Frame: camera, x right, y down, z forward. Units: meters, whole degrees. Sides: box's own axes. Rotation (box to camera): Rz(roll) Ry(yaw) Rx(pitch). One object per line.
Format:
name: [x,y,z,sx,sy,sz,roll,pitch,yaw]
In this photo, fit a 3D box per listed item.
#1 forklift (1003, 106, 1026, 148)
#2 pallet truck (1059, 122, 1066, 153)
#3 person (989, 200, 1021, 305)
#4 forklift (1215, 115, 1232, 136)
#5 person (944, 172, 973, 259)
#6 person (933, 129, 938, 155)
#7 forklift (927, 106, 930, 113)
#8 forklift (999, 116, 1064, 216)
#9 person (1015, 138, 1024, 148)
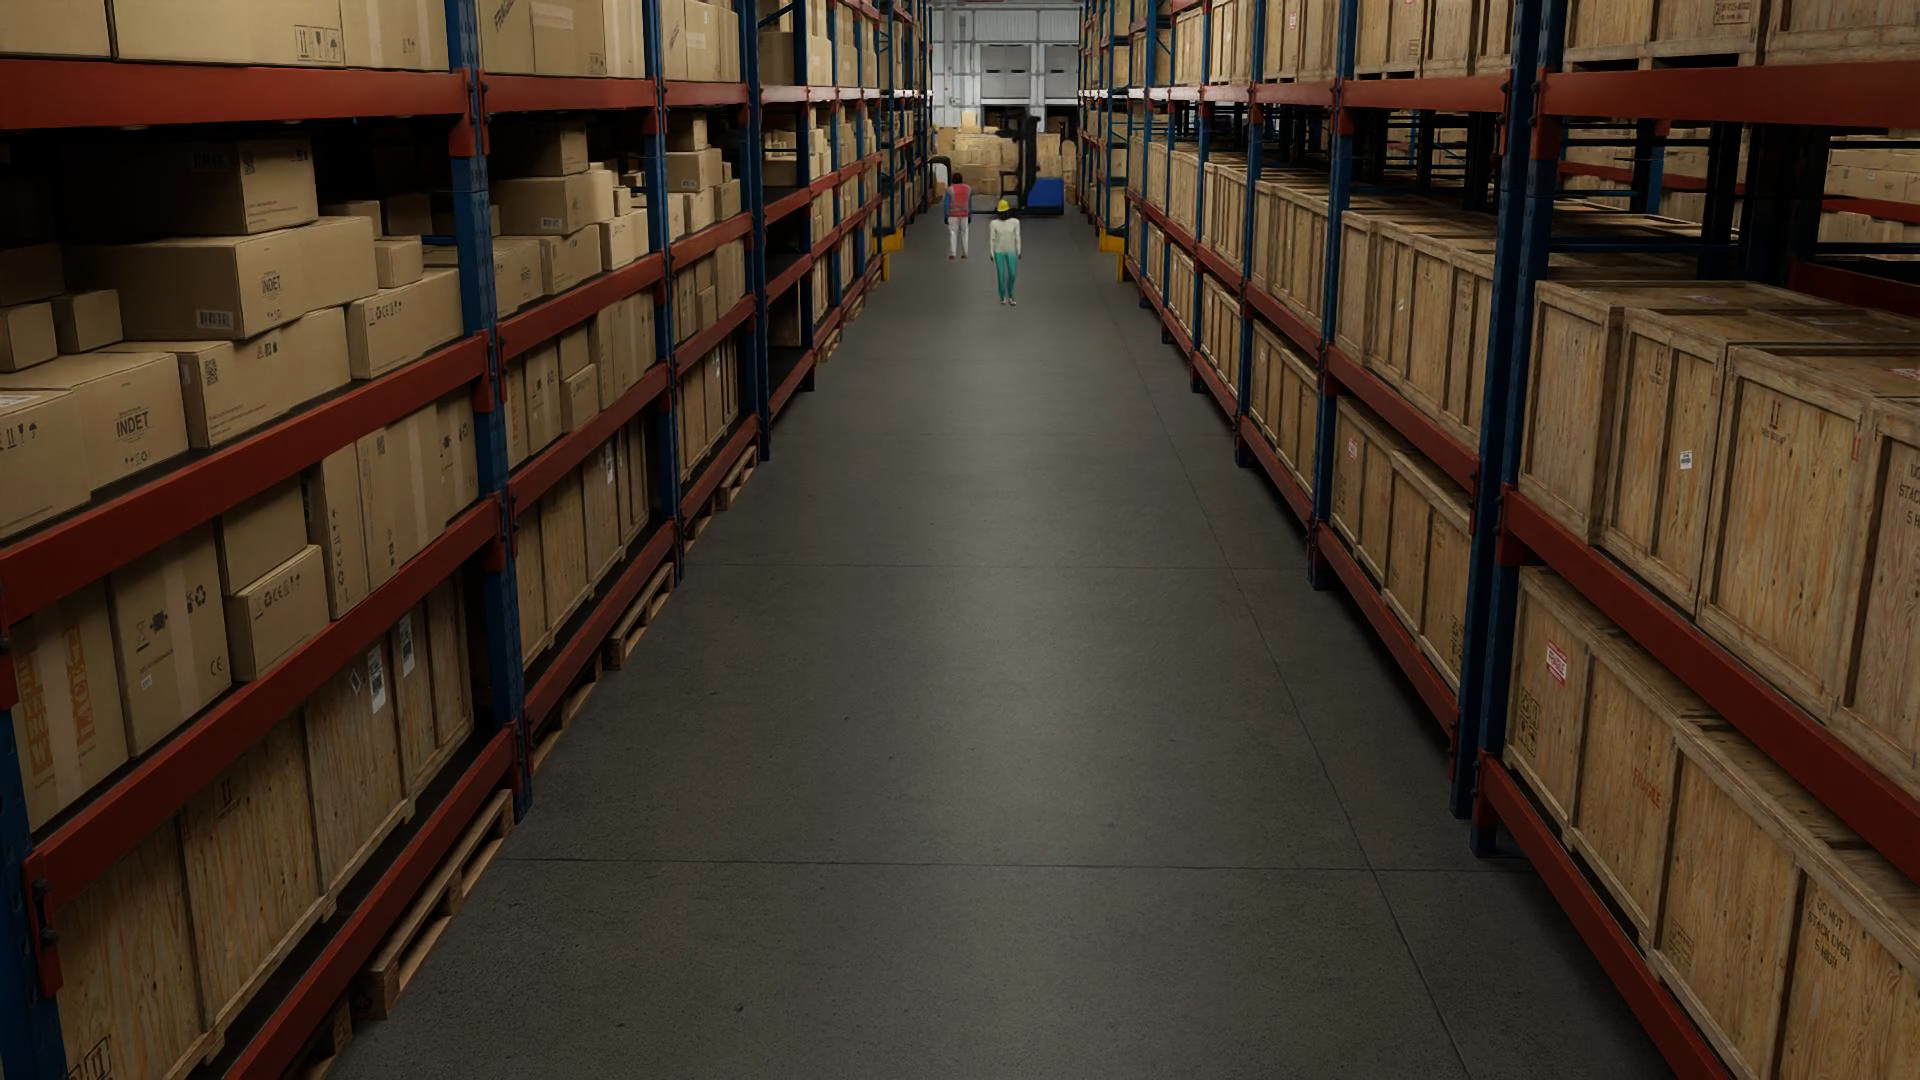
forklift: [2.624,-20.120,82.651,1.129,2.768,1.873,-7,17,-24]
pallet truck: [5.788,-21.111,88.014,1.885,1.965,0.823,5,16,18]
person: [0.755,-4.781,27.739,0.533,1.731,0.761,0,15,0]
forklift: [7.872,-11.741,51.476,1.129,2.768,1.873,0,15,1]
person: [-0.040,-6.923,35.526,0.625,1.839,0.429,-5,16,-20]
person: [-1.301,-20.764,87.428,0.384,1.619,0.564,8,17,28]
forklift: [-2.001,-20.667,84.687,1.129,2.768,1.873,0,15,2]
forklift: [2.060,-10.736,47.737,1.873,2.768,1.129,0,15,2]
person: [2.432,-15.841,68.588,0.445,1.897,0.607,10,18,32]
